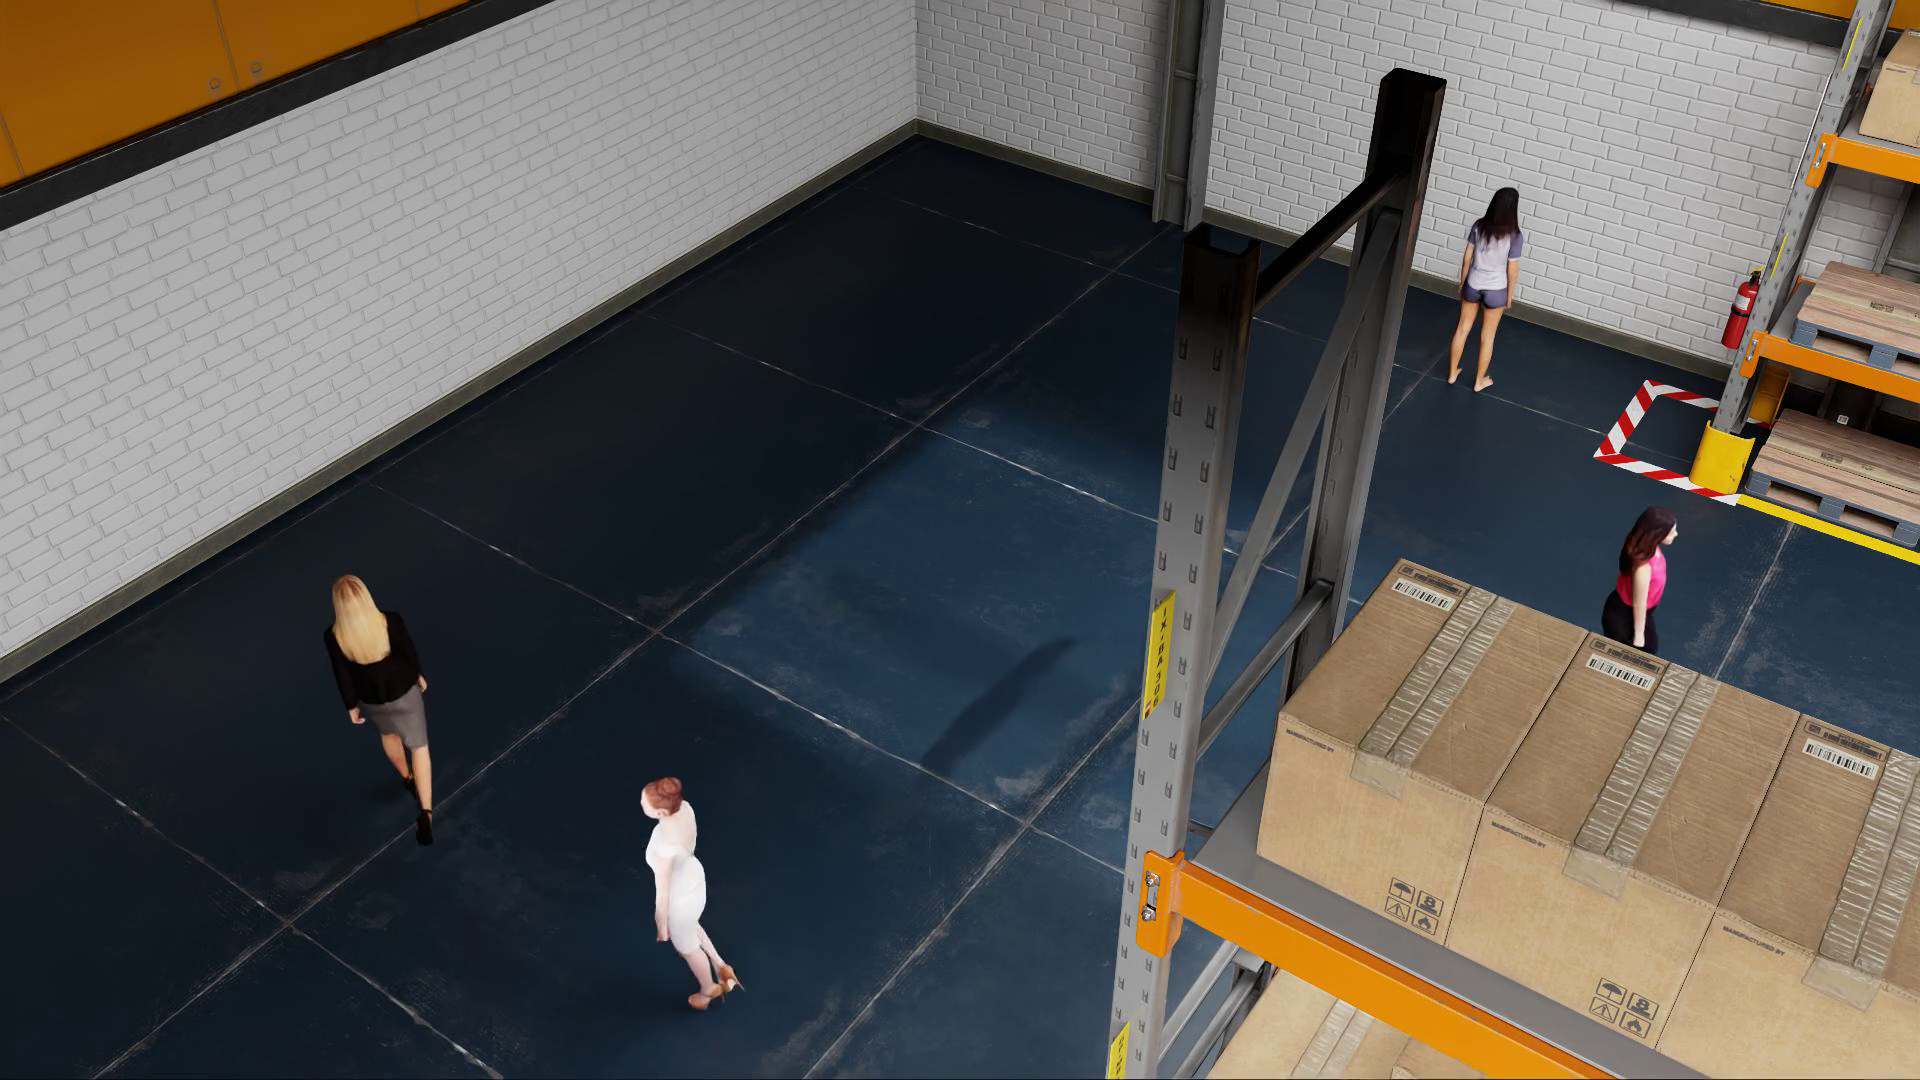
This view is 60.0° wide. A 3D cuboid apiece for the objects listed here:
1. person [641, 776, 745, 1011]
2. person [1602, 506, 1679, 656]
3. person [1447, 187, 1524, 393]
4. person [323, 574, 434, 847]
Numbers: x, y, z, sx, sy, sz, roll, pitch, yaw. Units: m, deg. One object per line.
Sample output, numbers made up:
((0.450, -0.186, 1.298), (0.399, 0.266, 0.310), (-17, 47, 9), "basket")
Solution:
((-1.290, 1.811, 8.339), (0.806, 1.781, 0.741), (6, 39, 7), "person")
((3.990, 0.459, 10.140), (0.697, 1.646, 0.651), (14, 41, 16), "person")
((4.150, -1.986, 13.132), (0.420, 1.733, 0.644), (25, 45, 28), "person")
((-3.194, 0.964, 9.369), (0.993, 1.819, 1.141), (-13, 40, -16), "person")
